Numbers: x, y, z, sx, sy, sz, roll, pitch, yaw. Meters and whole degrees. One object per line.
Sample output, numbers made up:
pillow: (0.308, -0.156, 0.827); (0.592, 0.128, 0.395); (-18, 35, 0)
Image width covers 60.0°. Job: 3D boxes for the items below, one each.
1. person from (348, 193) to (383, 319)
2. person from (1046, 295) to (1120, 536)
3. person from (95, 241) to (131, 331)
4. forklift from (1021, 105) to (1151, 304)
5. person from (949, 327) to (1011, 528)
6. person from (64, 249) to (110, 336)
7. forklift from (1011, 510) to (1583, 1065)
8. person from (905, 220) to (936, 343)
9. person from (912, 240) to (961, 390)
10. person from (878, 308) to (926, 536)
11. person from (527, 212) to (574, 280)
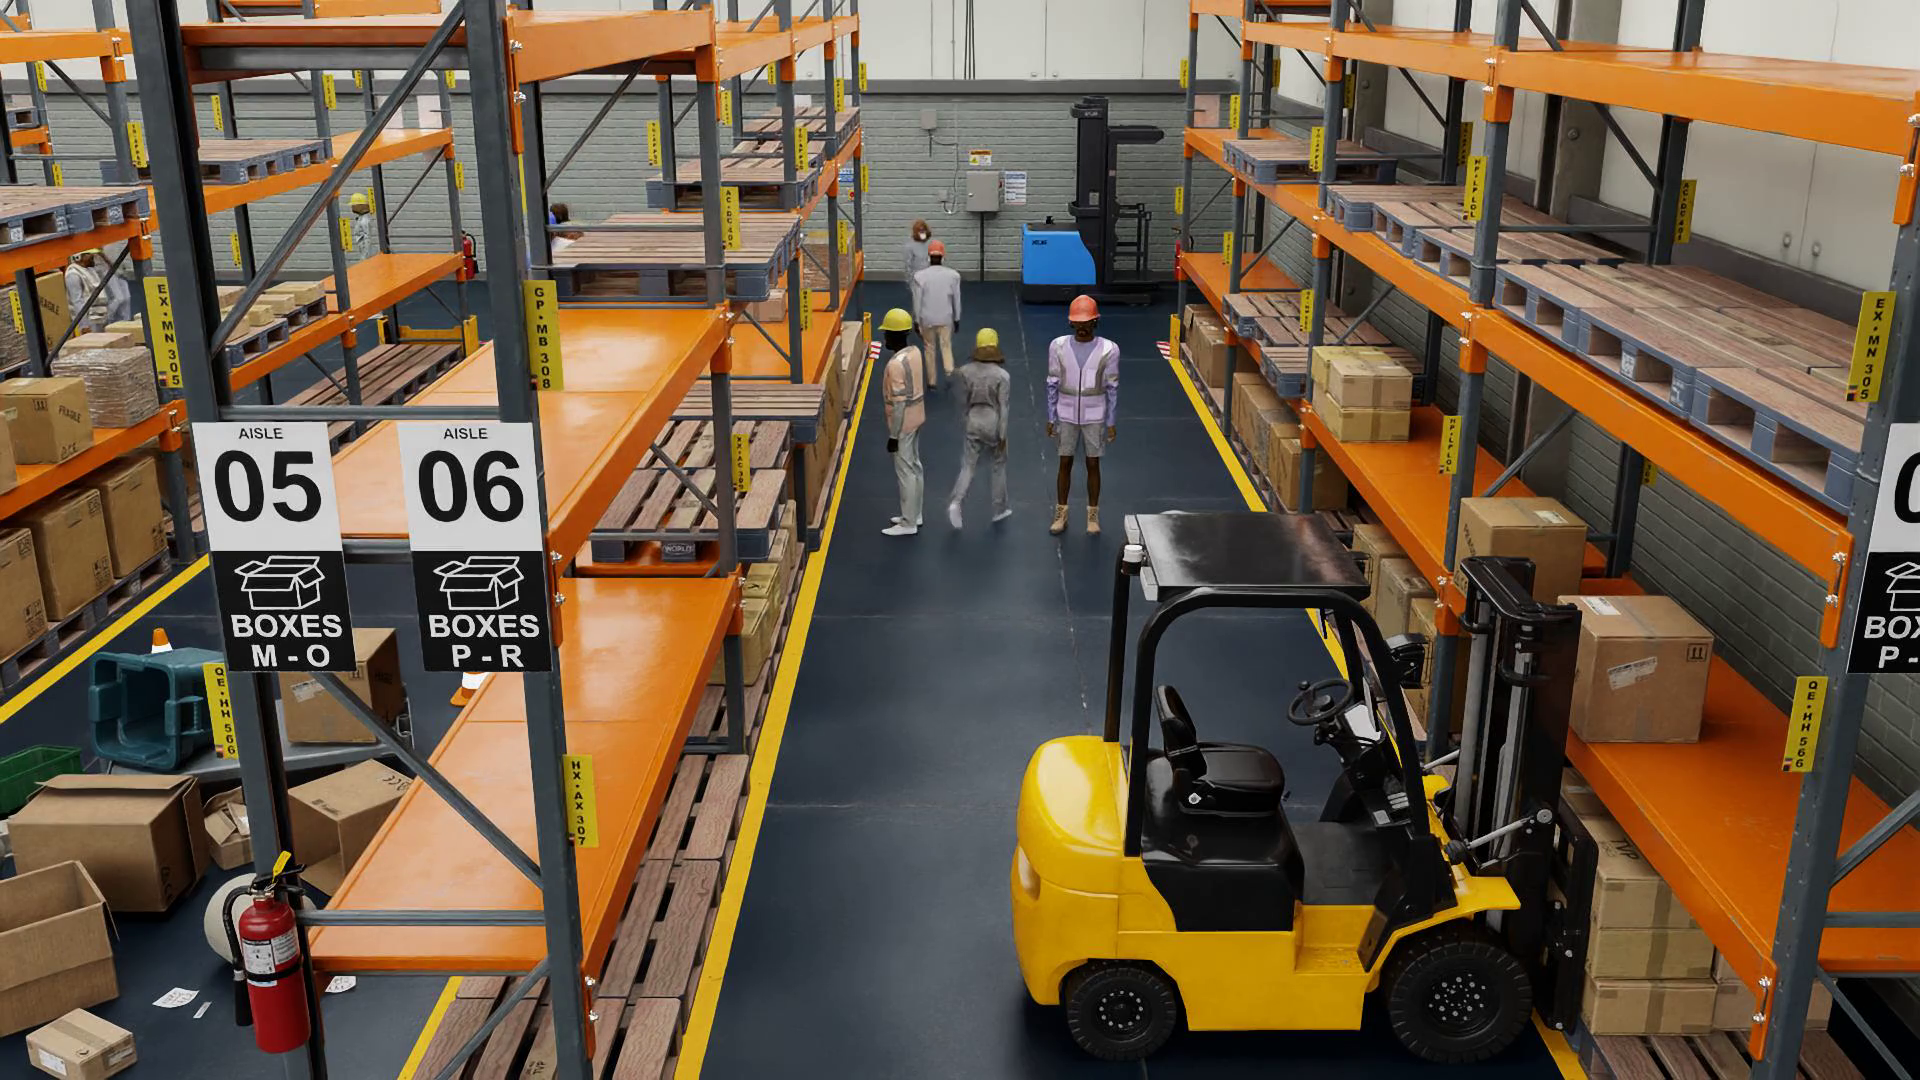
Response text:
person: (-8.334, -3.976, 23.301); (0.302, 1.741, 0.484); (-8, 20, -22)
person: (1.017, -1.034, 13.932); (0.605, 2.044, 0.375); (3, 19, 10)
person: (-11.116, -3.553, 21.863); (0.531, 1.840, 0.520); (5, 19, 14)
forklift: (1.857, -4.944, 24.441); (1.873, 2.768, 1.129); (0, 18, 0)
person: (0.179, -0.945, 14.183); (0.484, 1.716, 0.749); (8, 20, 24)
person: (-9.734, -2.482, 18.637); (0.403, 1.831, 0.595); (-4, 19, -11)
forklift: (1.387, 1.055, 7.378); (2.313, 2.155, 1.214); (0, 18, 0)
person: (-0.475, -3.367, 21.660); (0.519, 1.612, 0.354); (-10, 21, -28)
person: (-0.264, -2.547, 18.990); (0.565, 1.736, 0.469); (-3, 19, -10)
person: (-0.491, -0.984, 13.959); (0.384, 1.928, 0.588); (5, 19, 15)
person: (-4.880, -2.979, 19.985); (0.632, 1.927, 0.443); (1, 18, 4)
